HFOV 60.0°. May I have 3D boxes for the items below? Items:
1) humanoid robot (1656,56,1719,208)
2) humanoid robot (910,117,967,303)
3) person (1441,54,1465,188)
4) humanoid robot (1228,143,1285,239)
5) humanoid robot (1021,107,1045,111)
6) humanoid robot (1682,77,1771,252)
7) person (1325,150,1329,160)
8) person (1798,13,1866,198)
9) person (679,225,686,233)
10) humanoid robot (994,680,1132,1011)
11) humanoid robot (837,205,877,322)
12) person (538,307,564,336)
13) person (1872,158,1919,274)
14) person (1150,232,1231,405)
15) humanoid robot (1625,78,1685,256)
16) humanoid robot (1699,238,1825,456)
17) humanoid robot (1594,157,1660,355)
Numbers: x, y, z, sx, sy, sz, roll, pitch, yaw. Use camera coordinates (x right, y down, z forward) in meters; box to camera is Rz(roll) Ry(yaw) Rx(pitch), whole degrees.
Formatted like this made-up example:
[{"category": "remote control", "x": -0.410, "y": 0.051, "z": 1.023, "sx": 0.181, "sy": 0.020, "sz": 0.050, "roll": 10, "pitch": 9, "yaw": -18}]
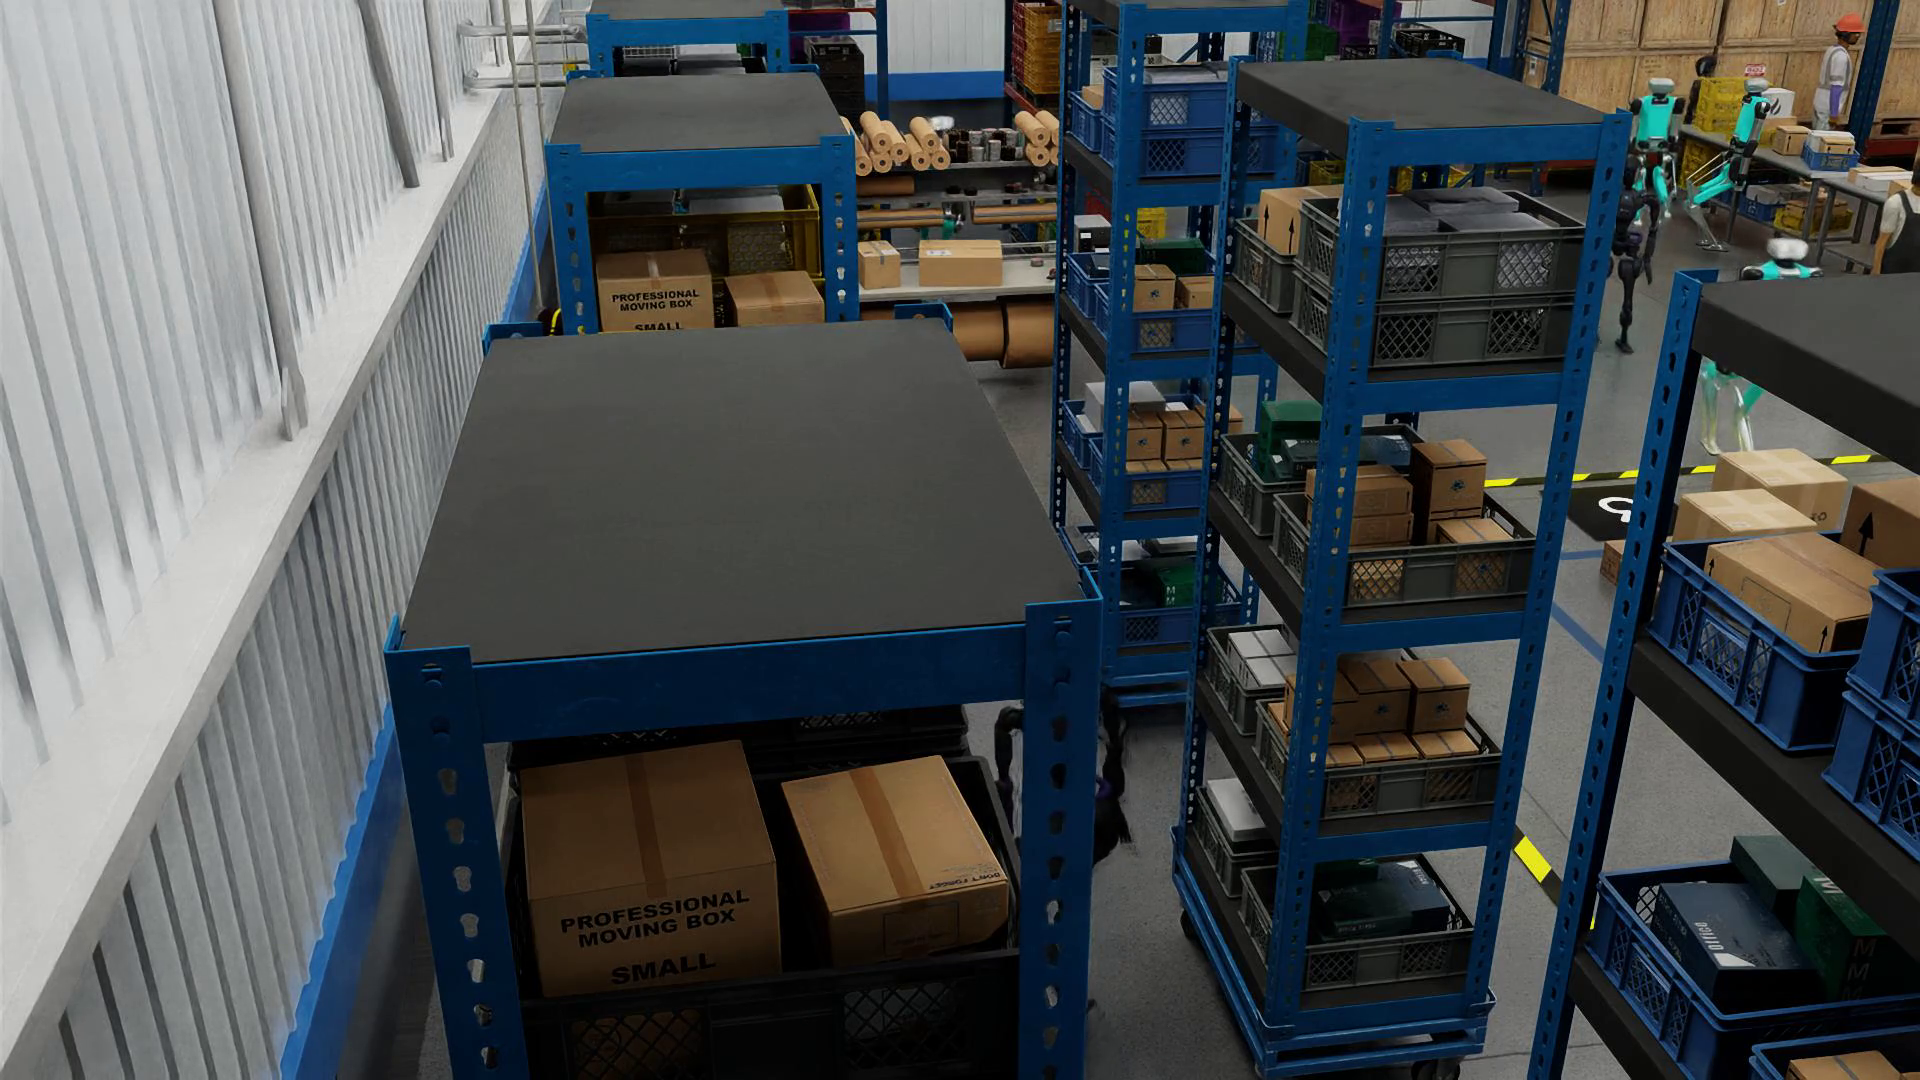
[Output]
[{"category": "humanoid robot", "x": 8.146, "y": -4.502, "z": 18.412, "sx": 0.571, "sy": 1.644, "sz": 0.605, "roll": -2, "pitch": 25, "yaw": -4}, {"category": "humanoid robot", "x": -0.209, "y": -2.972, "z": 14.997, "sx": 0.540, "sy": 1.762, "sz": 0.786, "roll": -3, "pitch": 25, "yaw": -6}, {"category": "person", "x": 5.109, "y": -4.205, "z": 17.505, "sx": 0.612, "sy": 1.887, "sz": 0.637, "roll": -12, "pitch": 27, "yaw": -24}, {"category": "humanoid robot", "x": 2.680, "y": -2.848, "z": 14.793, "sx": 0.576, "sy": 1.798, "sz": 0.928, "roll": 10, "pitch": 27, "yaw": 21}, {"category": "humanoid robot", "x": 1.018, "y": -4.323, "z": 17.994, "sx": 1.035, "sy": 1.759, "sz": 0.539, "roll": -6, "pitch": 25, "yaw": -13}, {"category": "humanoid robot", "x": 7.497, "y": -3.713, "z": 16.452, "sx": 0.735, "sy": 1.677, "sz": 0.533, "roll": 3, "pitch": 25, "yaw": 7}, {"category": "person", "x": 4.534, "y": -5.046, "z": 19.403, "sx": 0.620, "sy": 1.835, "sz": 0.431, "roll": 7, "pitch": 26, "yaw": 16}, {"category": "person", "x": 9.859, "y": -4.897, "z": 18.823, "sx": 0.378, "sy": 2.045, "sz": 0.604, "roll": 7, "pitch": 26, "yaw": 15}, {"category": "person", "x": -2.884, "y": -3.689, "z": 16.402, "sx": 0.531, "sy": 1.869, "sz": 0.313, "roll": 6, "pitch": 25, "yaw": 13}, {"category": "humanoid robot", "x": 0.429, "y": 1.097, "z": 6.236, "sx": 0.612, "sy": 1.632, "sz": 0.581, "roll": -13, "pitch": 28, "yaw": -26}, {"category": "humanoid robot", "x": -0.807, "y": -2.309, "z": 13.665, "sx": 0.726, "sy": 1.635, "sz": 0.598, "roll": -17, "pitch": 29, "yaw": -32}, {"category": "person", "x": -2.123, "y": -0.378, "z": 9.204, "sx": 0.335, "sy": 1.872, "sz": 0.514, "roll": 3, "pitch": 25, "yaw": 7}, {"category": "person", "x": 7.321, "y": -2.088, "z": 12.964, "sx": 0.505, "sy": 1.838, "sz": 0.339, "roll": -6, "pitch": 25, "yaw": -14}, {"category": "person", "x": 1.500, "y": -1.162, "z": 10.995, "sx": 0.681, "sy": 1.808, "sz": 0.597, "roll": -20, "pitch": 31, "yaw": -36}, {"category": "humanoid robot", "x": 6.821, "y": -3.553, "z": 16.340, "sx": 0.551, "sy": 1.849, "sz": 0.733, "roll": 0, "pitch": 25, "yaw": 0}, {"category": "humanoid robot", "x": 5.342, "y": -1.256, "z": 11.300, "sx": 0.538, "sy": 1.734, "sz": 1.028, "roll": 0, "pitch": 25, "yaw": 1}, {"category": "humanoid robot", "x": 5.427, "y": -2.335, "z": 13.694, "sx": 0.585, "sy": 1.643, "sz": 0.349, "roll": 10, "pitch": 27, "yaw": 22}]
